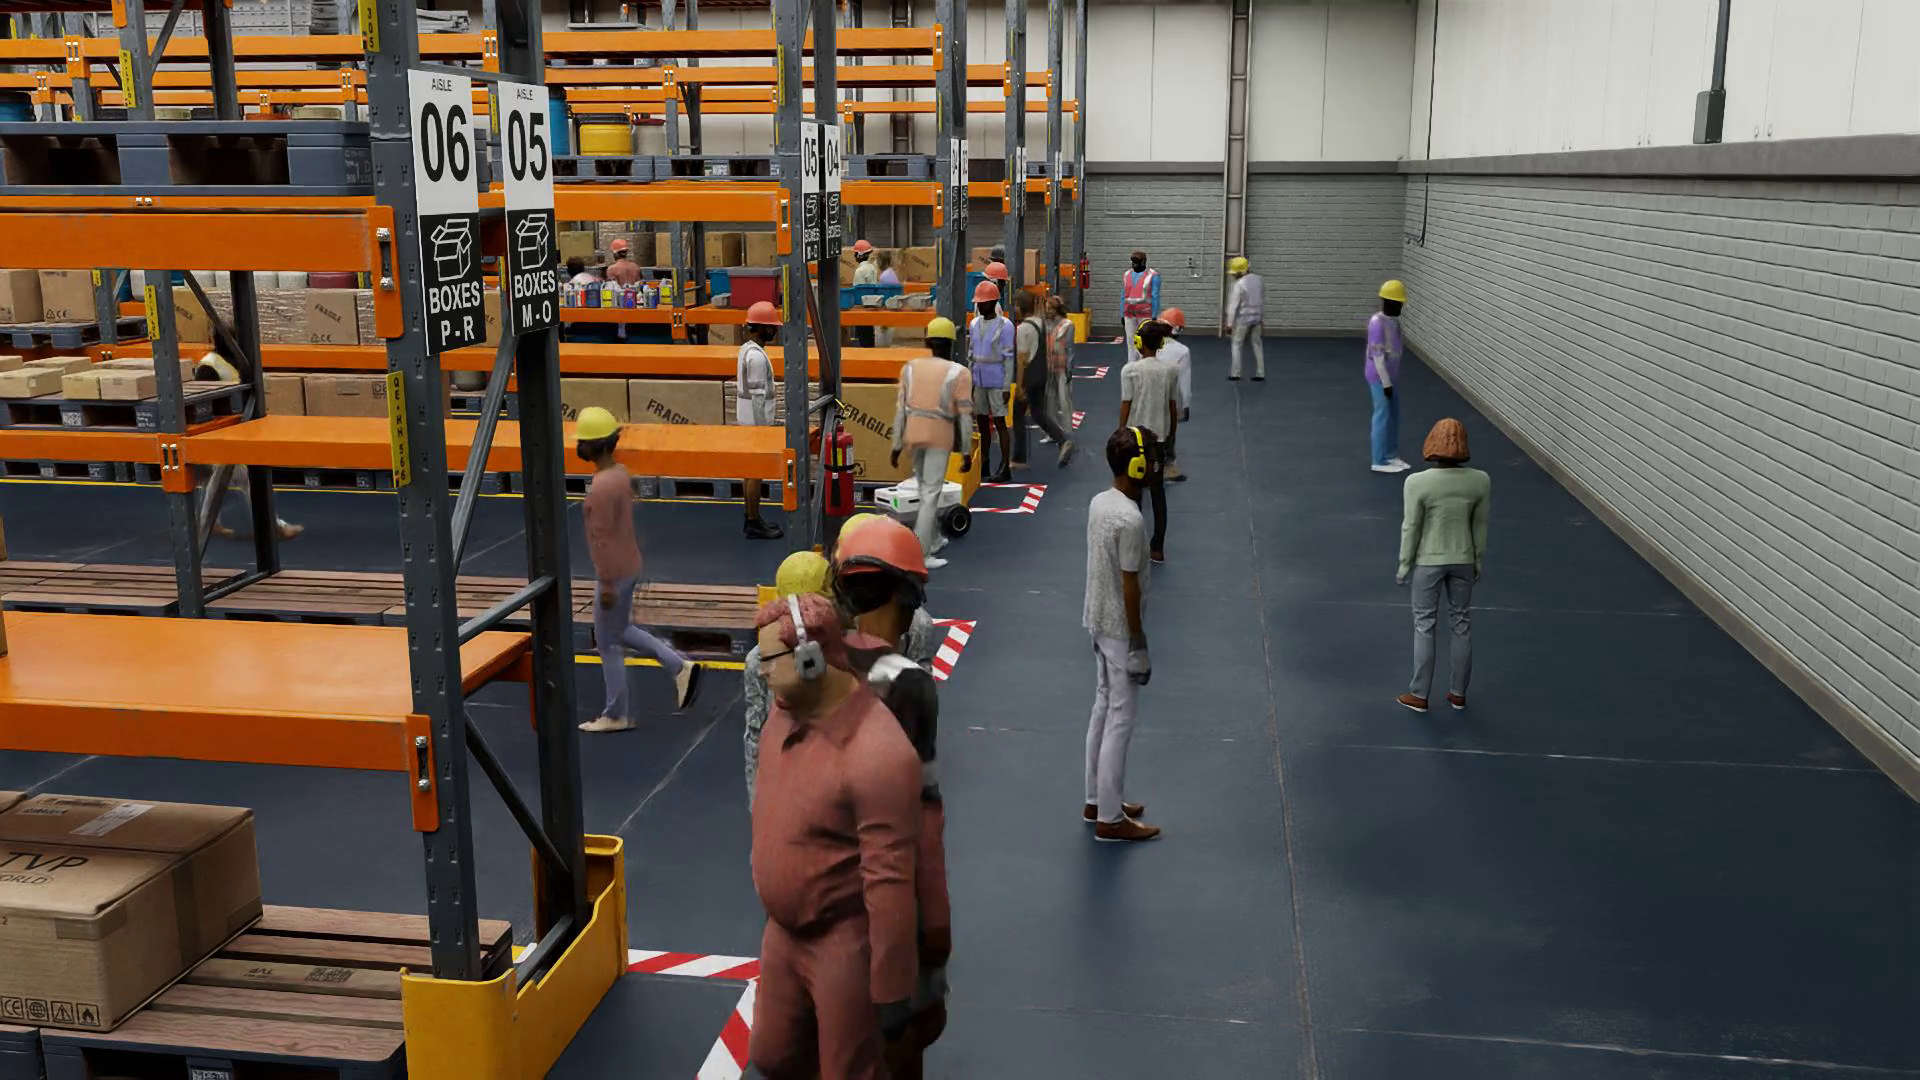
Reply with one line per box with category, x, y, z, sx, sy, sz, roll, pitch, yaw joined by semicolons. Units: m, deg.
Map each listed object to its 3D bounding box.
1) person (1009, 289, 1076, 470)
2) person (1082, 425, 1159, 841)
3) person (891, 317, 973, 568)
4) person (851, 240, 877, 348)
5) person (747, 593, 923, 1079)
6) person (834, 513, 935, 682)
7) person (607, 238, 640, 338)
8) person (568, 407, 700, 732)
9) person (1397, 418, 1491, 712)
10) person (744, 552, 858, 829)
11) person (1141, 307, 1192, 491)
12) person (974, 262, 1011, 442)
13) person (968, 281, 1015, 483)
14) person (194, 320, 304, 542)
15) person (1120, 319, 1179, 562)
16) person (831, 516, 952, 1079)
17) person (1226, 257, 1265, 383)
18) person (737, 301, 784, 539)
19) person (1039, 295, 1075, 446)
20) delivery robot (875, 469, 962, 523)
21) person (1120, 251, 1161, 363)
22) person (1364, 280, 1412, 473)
person;0.788;-1.567;16.472;0.730;1.814;0.562;8;15;33
person;0.721;0.419;7.403;0.338;1.859;0.513;-3;13;-12
person;-0.193;-0.742;12.666;0.608;1.862;0.843;6;14;27
person;-1.377;-3.293;23.843;0.381;1.994;0.614;4;13;16
person;-0.311;1.055;4.484;0.498;1.878;0.716;-8;15;-33
person;-0.335;0.754;6.146;0.483;1.745;0.304;6;14;24
person;-4.911;-3.386;24.259;0.391;1.995;0.613;9;15;34
person;-1.744;0.165;8.777;0.586;1.754;0.535;0;12;0
person;2.651;0.142;9.158;0.497;1.633;0.285;-2;13;-8
person;-0.487;0.880;5.610;0.489;1.731;0.320;1;13;5
person;1.897;-1.324;15.615;0.862;1.711;0.569;-11;16;-40
person;0.352;-2.057;18.305;0.411;1.979;0.630;-3;13;-13
person;0.270;-1.515;15.972;0.545;1.929;0.387;12;17;42
person;-5.802;-0.869;13.395;0.971;1.790;0.642;1;13;5
person;1.406;-0.736;12.612;0.518;1.867;0.340;-6;14;-24
person;-0.289;0.948;4.693;0.707;1.997;0.675;-7;14;-29
person;4.035;-3.080;23.383;0.638;1.775;0.415;-8;15;-32
person;-1.610;-0.966;13.493;0.389;1.929;0.544;-3;13;-14
person;1.054;-1.846;18.144;0.317;1.631;0.525;-11;17;-41
delivery robot;-0.338;-0.332;13.541;0.707;0.478;0.477;-9;15;-35
person;2.580;-3.242;23.996;0.631;1.837;0.430;9;15;35
person;4.231;-1.617;16.465;0.423;1.910;0.600;9;15;35
